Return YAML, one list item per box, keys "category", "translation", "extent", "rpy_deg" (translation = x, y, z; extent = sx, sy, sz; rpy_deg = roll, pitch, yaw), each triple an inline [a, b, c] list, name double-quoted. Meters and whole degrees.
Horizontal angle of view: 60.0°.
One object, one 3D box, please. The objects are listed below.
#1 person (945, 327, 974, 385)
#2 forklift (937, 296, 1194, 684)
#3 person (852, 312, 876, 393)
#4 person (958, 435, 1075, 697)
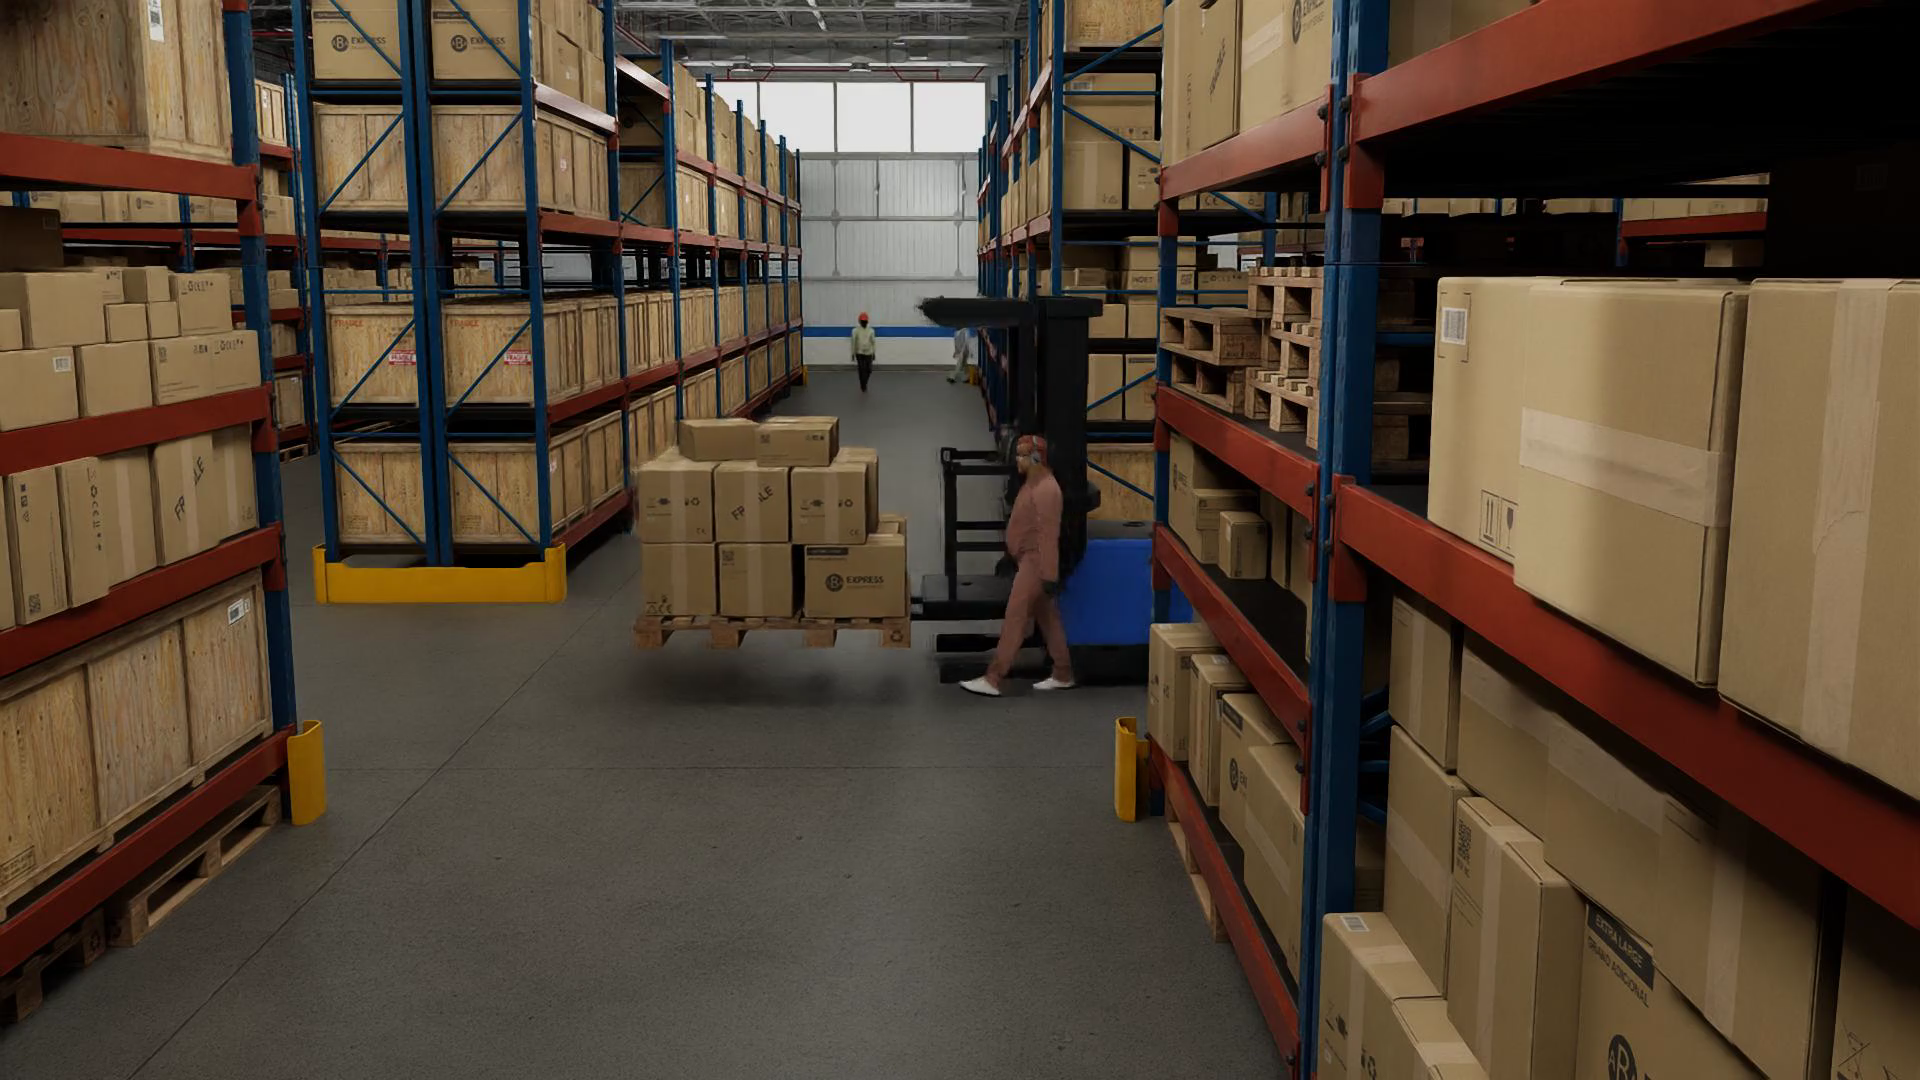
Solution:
- category: "person"
  translation: [0.010, -4.955, 43.682]
  extent: [1.042, 1.756, 0.615]
  rpy_deg: [-6, 11, -32]
- category: "forklift"
  translation: [0.772, -0.413, 12.387]
  extent: [1.873, 2.768, 1.129]
  rpy_deg: [0, 9, -2]
- category: "person"
  translation: [-2.383, -4.626, 40.991]
  extent: [0.620, 1.973, 0.584]
  rpy_deg: [-3, 10, -19]
- category: "person"
  translation: [0.435, 0.185, 11.839]
  extent: [0.862, 1.865, 0.648]
  rpy_deg: [0, 9, -1]
